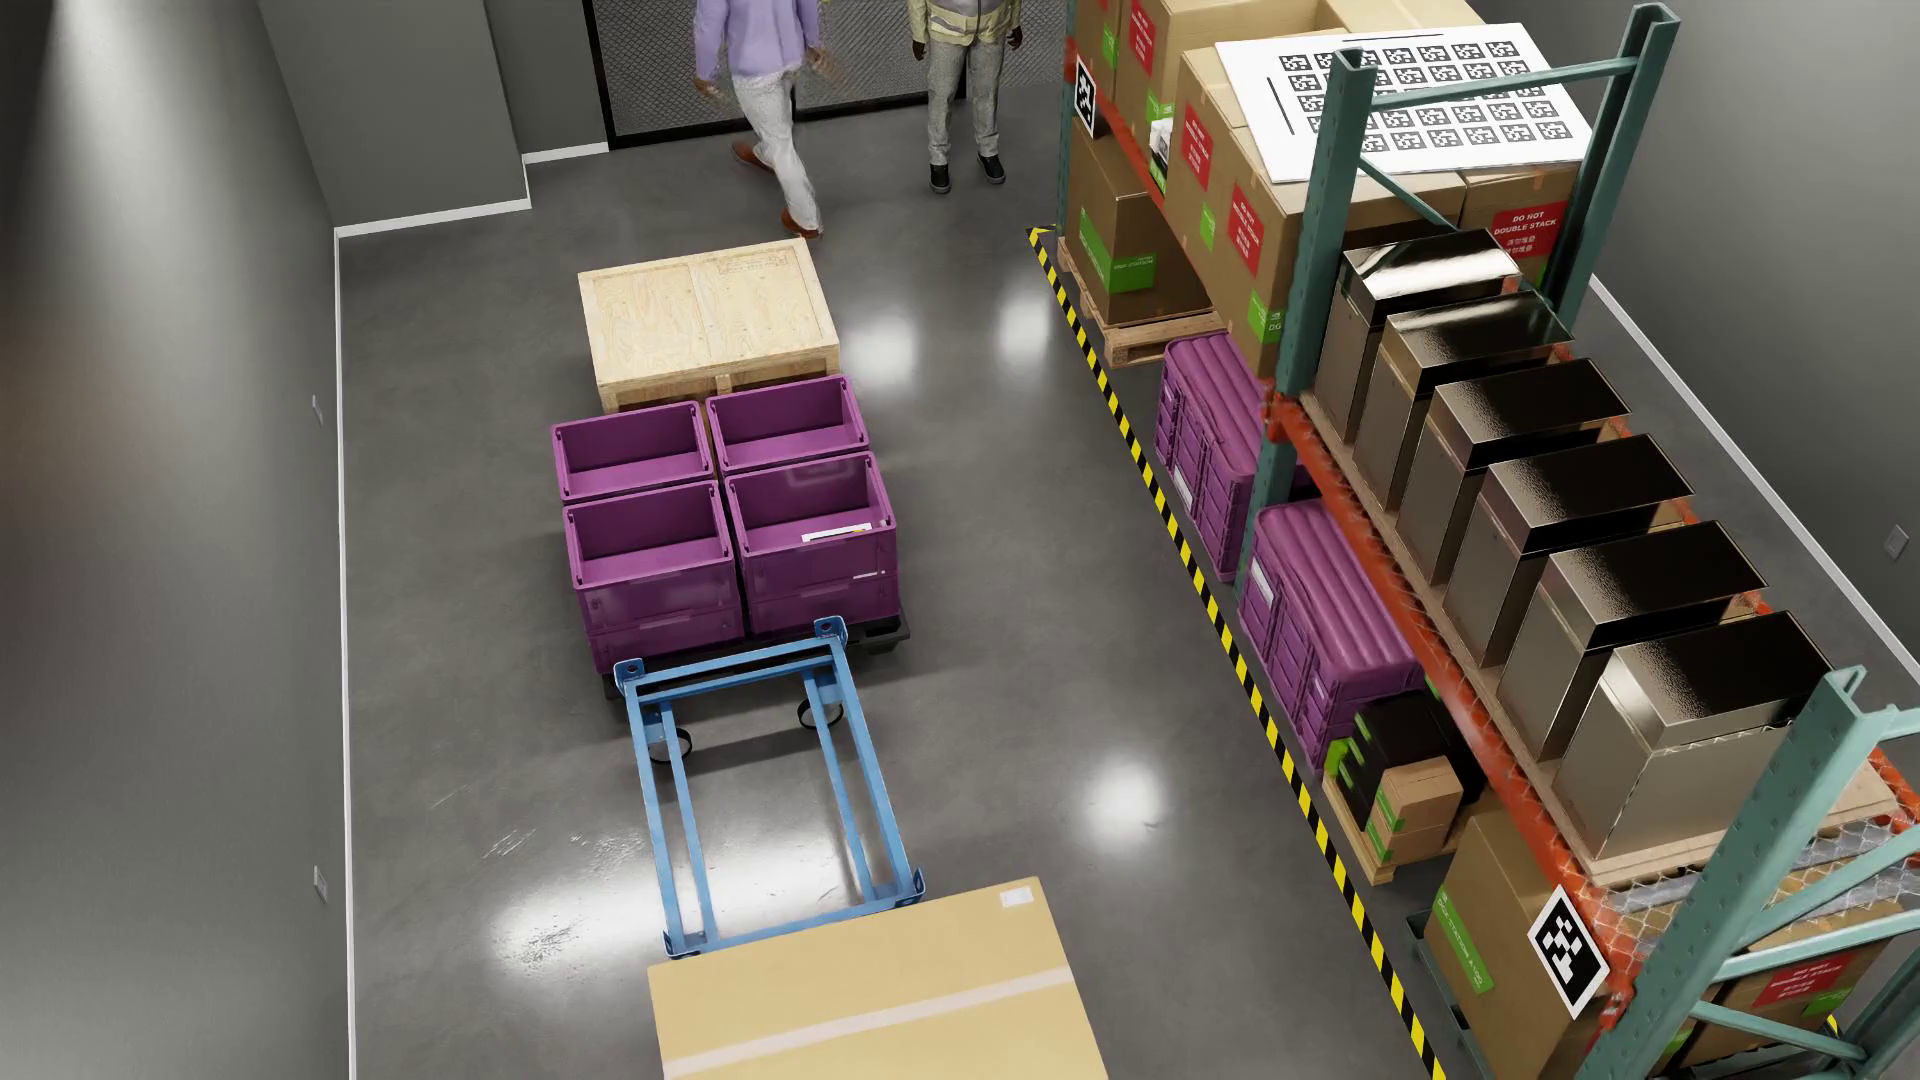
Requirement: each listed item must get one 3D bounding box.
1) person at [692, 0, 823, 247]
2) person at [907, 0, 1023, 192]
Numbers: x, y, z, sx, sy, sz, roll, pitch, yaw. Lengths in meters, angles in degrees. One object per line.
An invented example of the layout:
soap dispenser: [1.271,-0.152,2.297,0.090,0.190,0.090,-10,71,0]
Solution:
person: [-1.019,-2.371,8.106,0.905,1.883,0.657,31,55,25]
person: [0.039,-2.596,8.341,0.601,1.831,0.404,-11,48,-10]
